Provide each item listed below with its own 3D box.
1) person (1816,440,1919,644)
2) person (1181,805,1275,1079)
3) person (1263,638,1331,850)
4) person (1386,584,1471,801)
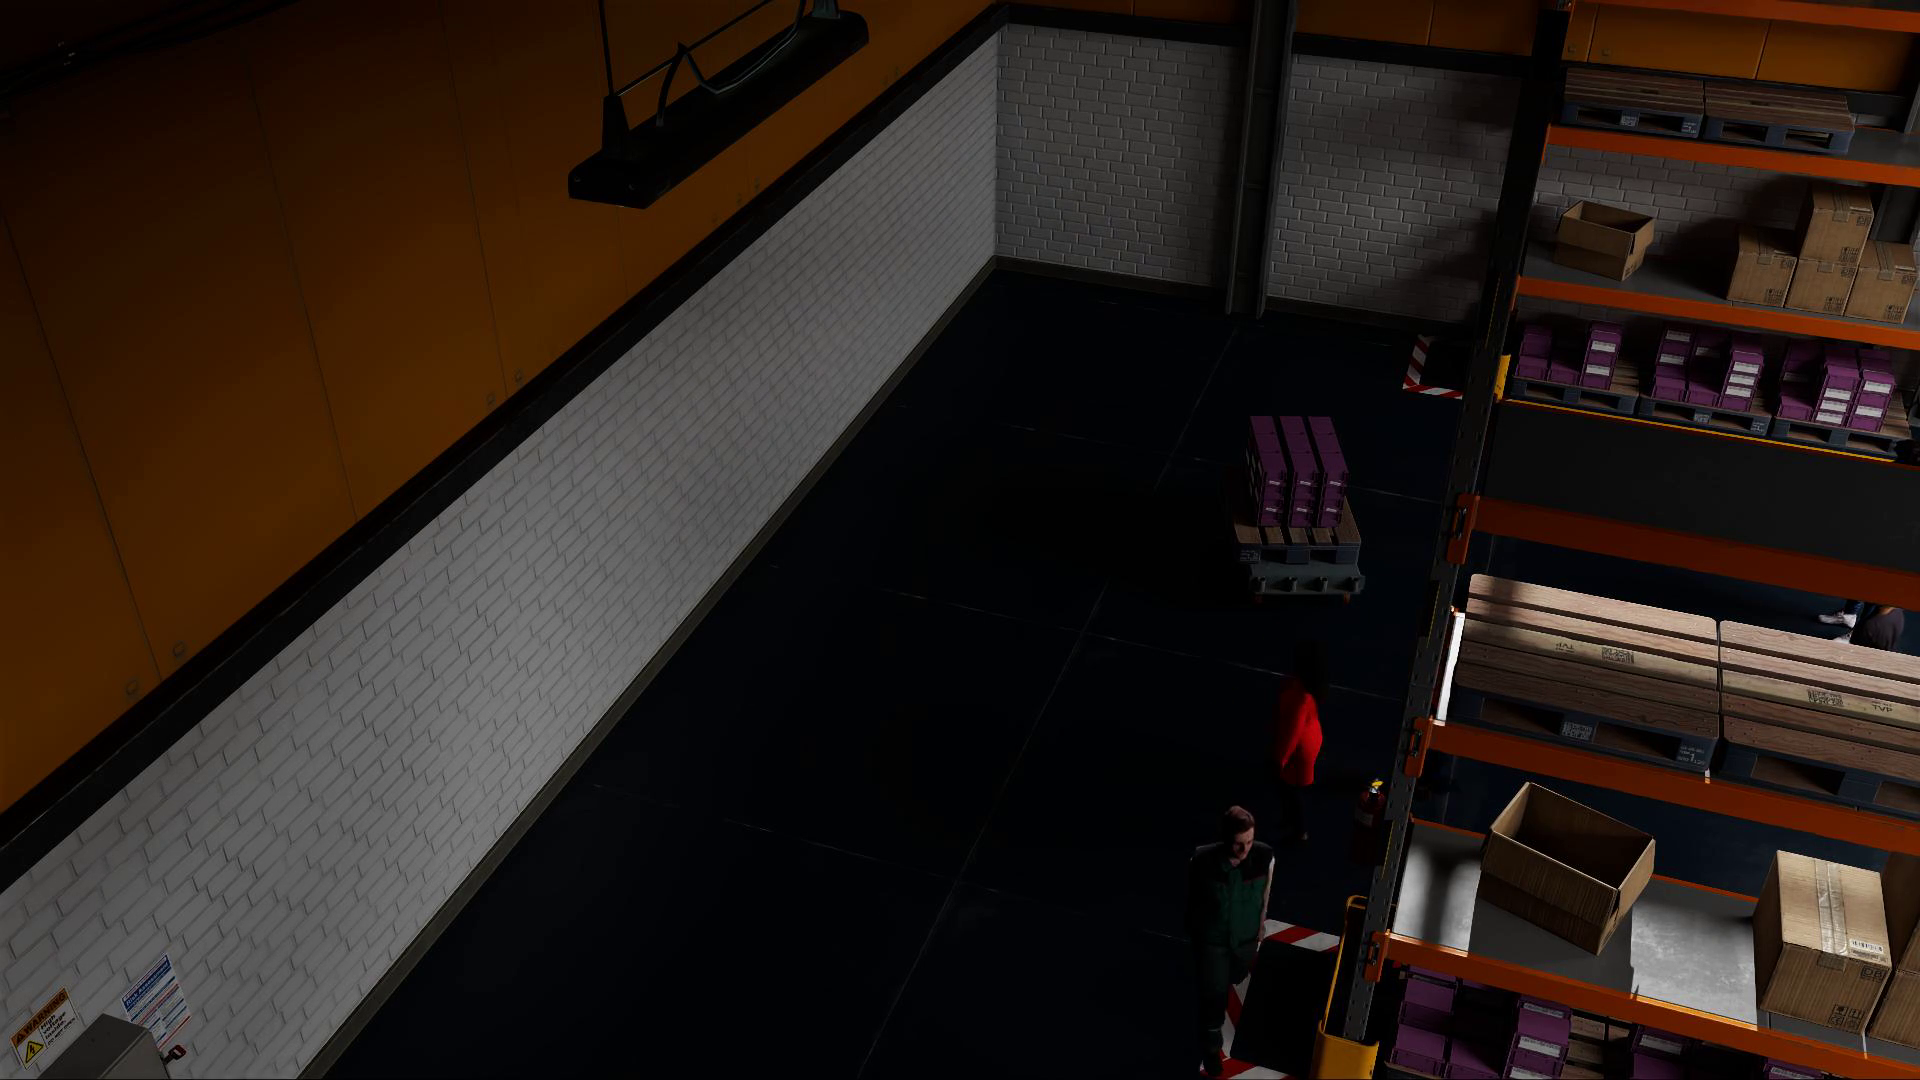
[{"bbox_3d":[7.161,0.012,12.926,0.671,1.811,0.730,3,34,4],"label":"person"},{"bbox_3d":[1.536,2.197,9.639,1.120,1.810,1.017,-4,34,-6],"label":"person"},{"bbox_3d":[2.304,1.380,10.934,0.581,1.737,0.624,12,35,17],"label":"person"},{"bbox_3d":[3.164,1.048,11.324,0.727,1.858,0.673,11,35,16],"label":"person"}]
